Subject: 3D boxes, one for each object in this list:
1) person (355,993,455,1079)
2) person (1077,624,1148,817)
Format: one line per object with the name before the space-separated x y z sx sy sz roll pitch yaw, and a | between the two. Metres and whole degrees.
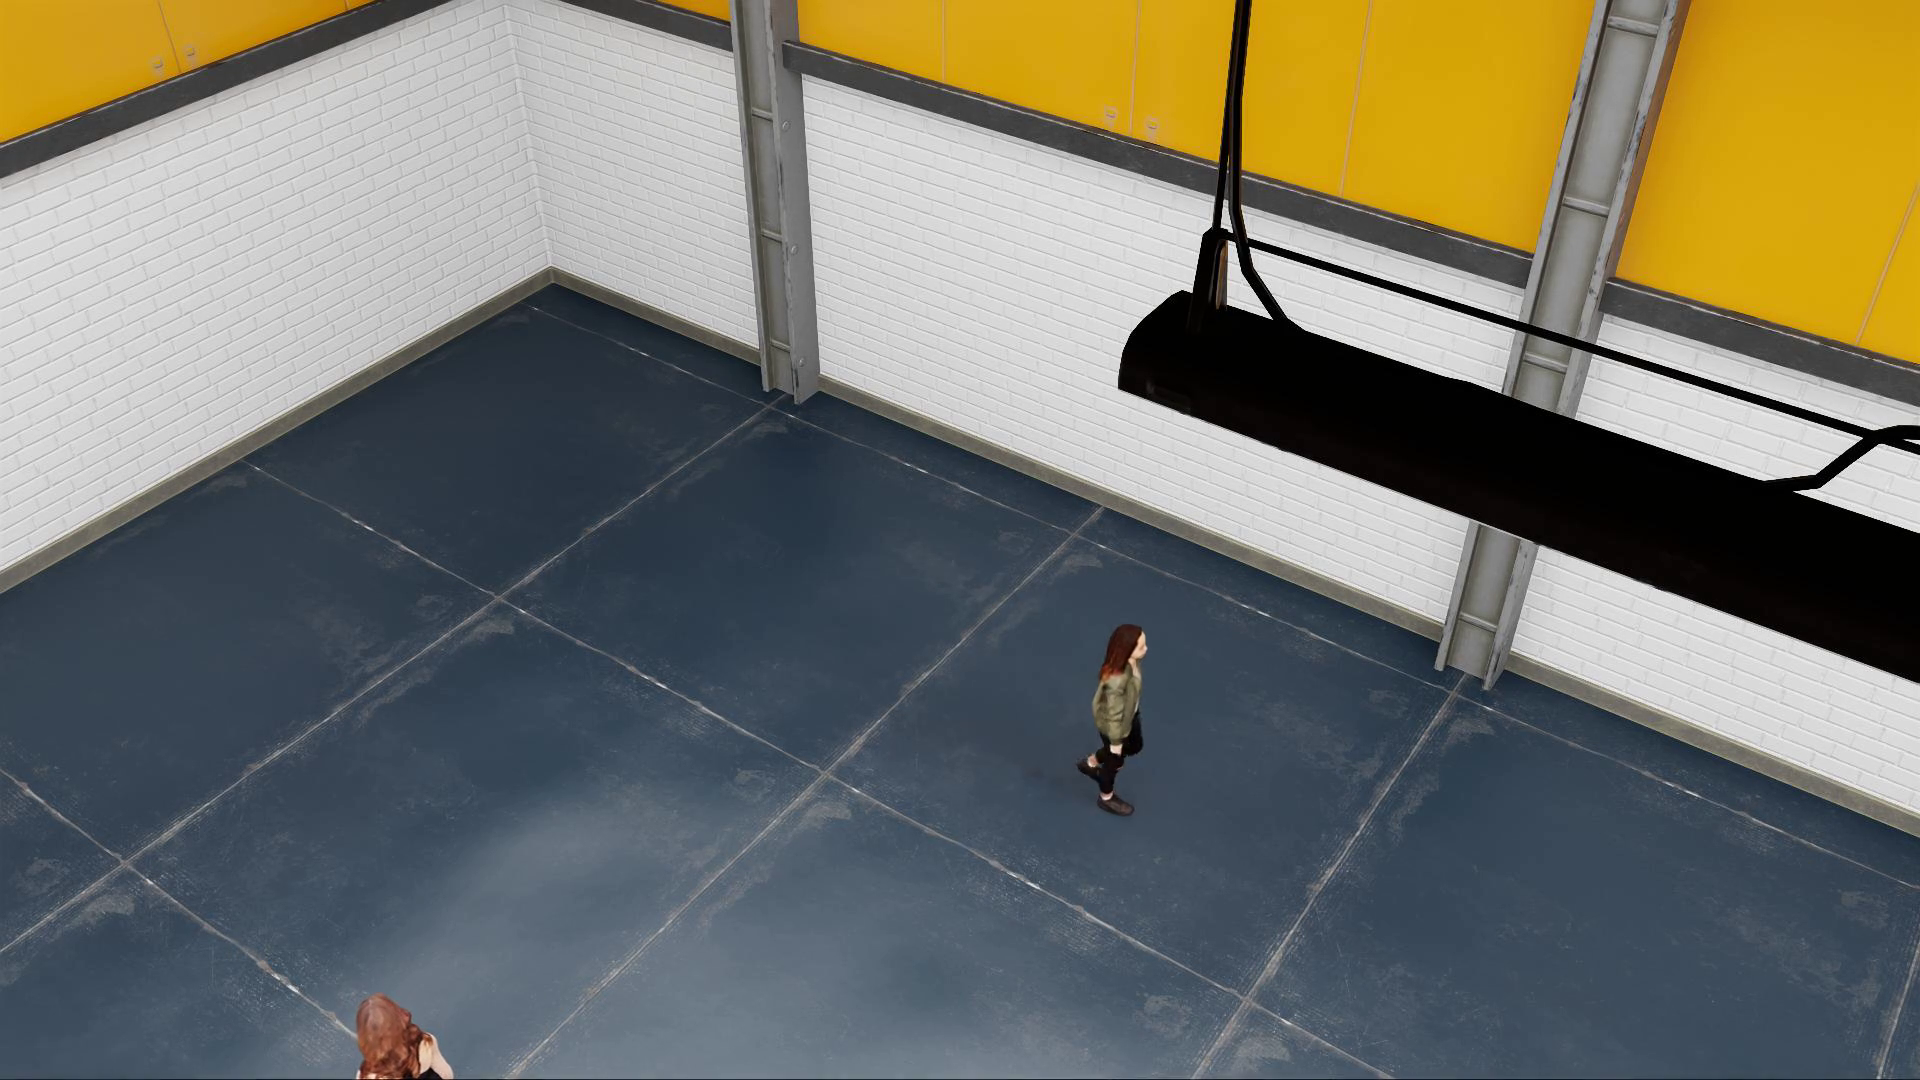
person | -2.494 2.698 7.697 0.624 1.745 0.580 -31 48 -33
person | 0.879 1.064 9.966 0.702 1.468 0.657 15 41 18
